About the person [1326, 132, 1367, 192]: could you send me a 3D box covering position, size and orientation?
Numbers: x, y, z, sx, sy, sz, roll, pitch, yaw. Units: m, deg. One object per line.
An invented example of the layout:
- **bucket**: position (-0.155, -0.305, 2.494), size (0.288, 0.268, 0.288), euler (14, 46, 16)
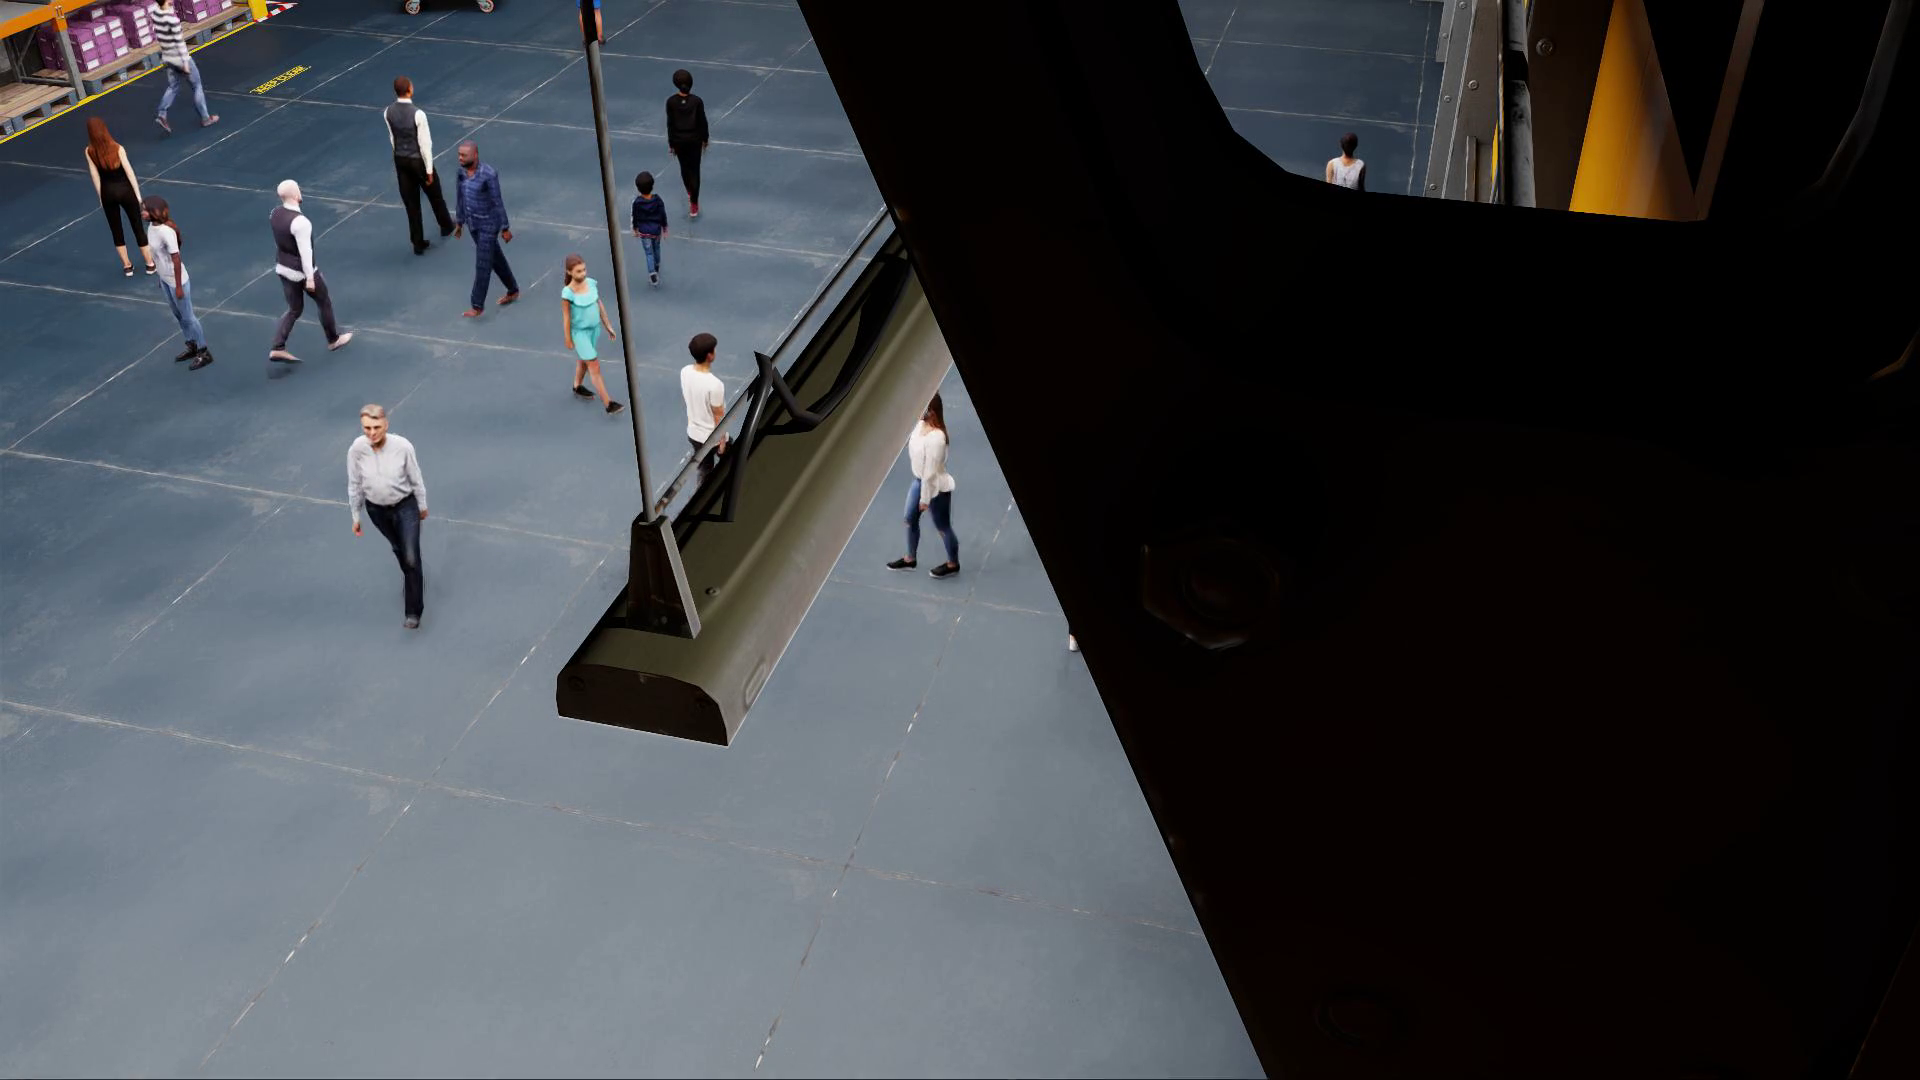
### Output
- **person**: position (4.028, -3.478, 17.569), size (0.600, 1.566, 1.075), euler (7, 34, 10)

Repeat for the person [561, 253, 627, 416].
- **person**: position (-3.486, -1.919, 15.272), size (0.877, 1.511, 1.054), euler (22, 39, 29)

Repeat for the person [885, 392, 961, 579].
- **person**: position (-0.132, -0.421, 12.873), size (0.911, 1.672, 0.885), euler (-9, 35, -13)

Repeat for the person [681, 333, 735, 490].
- **person**: position (-2.095, -0.863, 13.503), size (0.709, 1.710, 0.695), euler (22, 39, 29)

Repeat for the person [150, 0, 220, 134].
- **person**: position (-10.123, -6.122, 21.311), size (0.763, 1.825, 1.135), euler (14, 36, 20)

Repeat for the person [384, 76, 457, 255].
- **person**: position (-6.004, -4.051, 18.143), size (0.736, 1.884, 1.064), euler (6, 34, 8)

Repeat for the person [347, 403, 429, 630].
- **person**: position (-4.276, -0.277, 12.571), size (0.912, 1.766, 1.230), euler (-1, 34, -2)

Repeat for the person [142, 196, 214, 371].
- **person**: position (-7.523, -2.476, 15.923), size (0.669, 1.719, 0.680), euler (29, 43, 36)

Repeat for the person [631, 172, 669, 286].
- **person**: position (-3.284, -3.274, 17.594), size (0.769, 1.197, 0.911), euler (-8, 34, -12)

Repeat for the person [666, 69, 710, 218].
- **person**: position (-3.113, -4.520, 19.080), size (0.850, 1.627, 1.174), euler (-2, 34, -3)

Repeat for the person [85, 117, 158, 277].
- **person**: position (-8.963, -3.654, 17.688), size (0.643, 1.726, 0.638), euler (-6, 34, -8)

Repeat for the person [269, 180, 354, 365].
- **person**: position (-6.381, -2.500, 15.902), size (0.913, 1.780, 1.254), euler (23, 40, 30)

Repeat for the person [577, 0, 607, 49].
- **person**: position (-5.467, -8.153, 24.391), size (0.650, 1.798, 0.632), euler (0, 34, 1)

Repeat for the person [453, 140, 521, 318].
- **person**: position (-4.780, -3.229, 16.985), size (0.941, 1.796, 1.149), euler (23, 40, 30)
